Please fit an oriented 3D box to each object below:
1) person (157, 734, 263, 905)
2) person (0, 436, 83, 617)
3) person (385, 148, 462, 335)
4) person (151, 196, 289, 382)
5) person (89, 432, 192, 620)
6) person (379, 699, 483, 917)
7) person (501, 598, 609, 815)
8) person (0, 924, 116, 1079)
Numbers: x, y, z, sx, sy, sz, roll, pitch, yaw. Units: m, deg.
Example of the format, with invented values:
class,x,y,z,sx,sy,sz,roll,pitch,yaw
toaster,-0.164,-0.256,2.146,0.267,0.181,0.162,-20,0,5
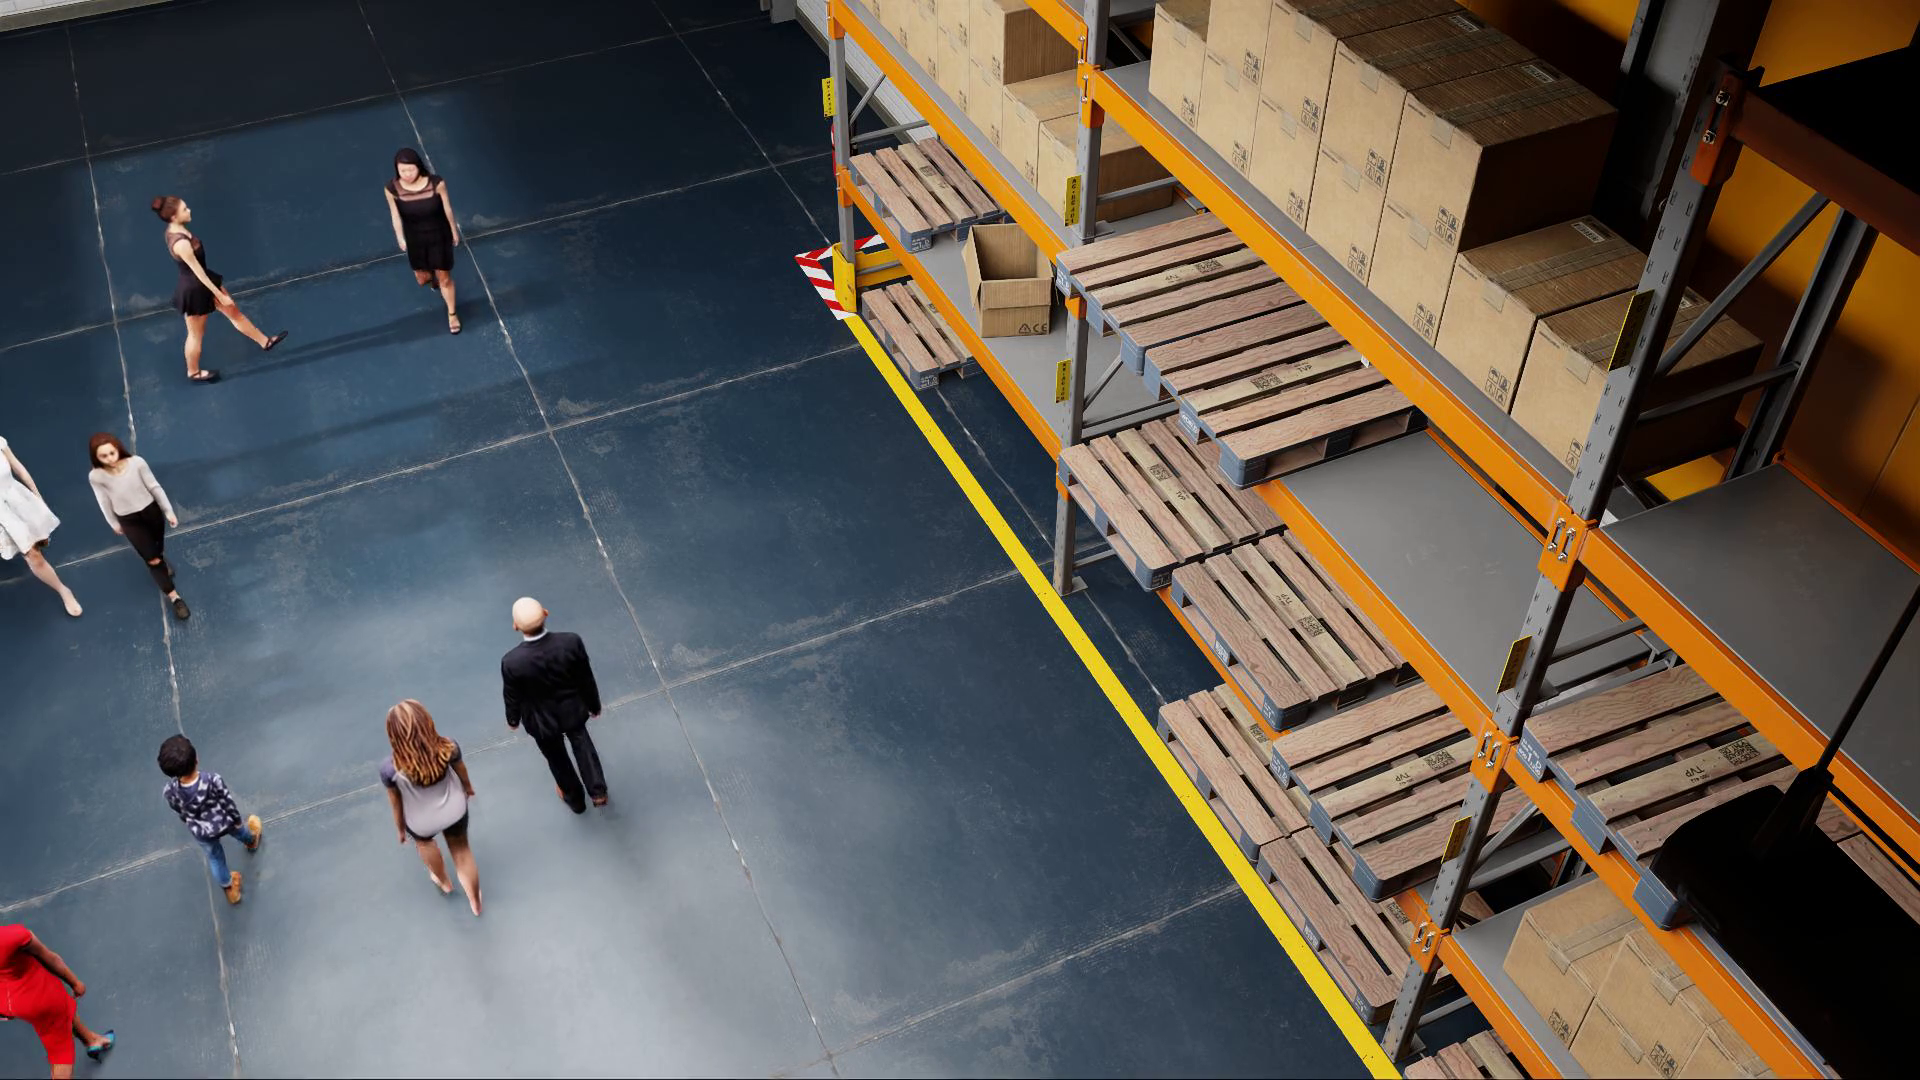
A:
class,x,y,z,sx,sy,sz,roll,pitch,yaw
person,-4.368,1.659,9.660,0.597,1.231,0.824,-9,44,-9
person,-6.453,-0.200,11.236,1.070,1.750,0.848,32,52,29
person,-4.376,-2.499,13.684,0.717,1.702,0.883,-12,45,-12
person,-6.109,-1.942,13.147,0.640,1.636,0.997,-18,47,-18
person,-5.662,-0.203,11.458,0.718,1.448,1.035,-30,51,-28
person,-2.929,1.596,9.376,0.658,1.715,0.695,-21,48,-21
person,-2.376,1.070,9.877,0.727,1.786,0.727,-24,49,-23
person,-4.760,2.430,8.502,0.867,1.712,1.140,0,44,0
